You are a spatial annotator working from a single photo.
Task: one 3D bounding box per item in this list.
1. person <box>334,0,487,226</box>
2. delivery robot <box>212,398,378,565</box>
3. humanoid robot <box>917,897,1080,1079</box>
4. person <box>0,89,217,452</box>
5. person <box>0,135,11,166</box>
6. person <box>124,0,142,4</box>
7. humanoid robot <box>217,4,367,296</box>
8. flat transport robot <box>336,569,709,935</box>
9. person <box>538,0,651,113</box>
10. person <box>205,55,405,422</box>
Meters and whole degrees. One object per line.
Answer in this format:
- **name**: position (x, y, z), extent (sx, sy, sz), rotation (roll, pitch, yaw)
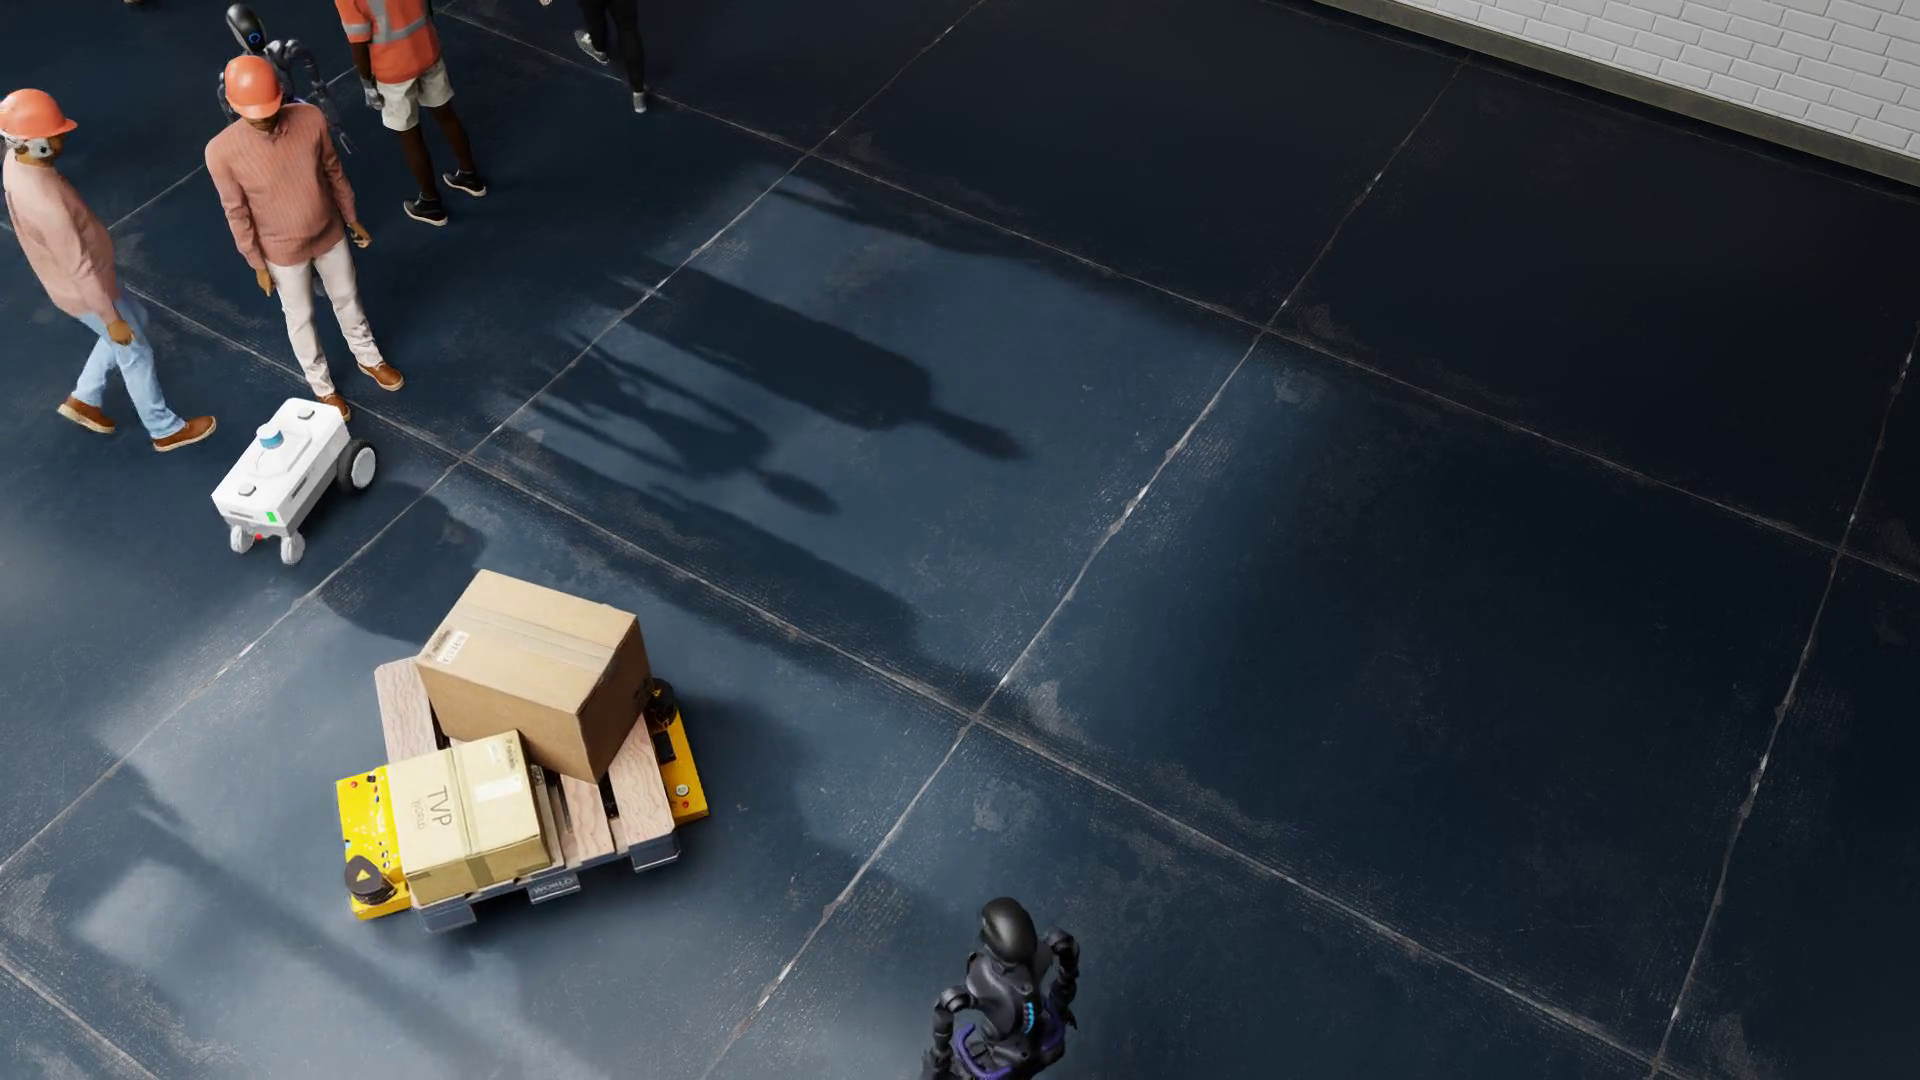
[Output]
- **person**: position (-3.022, -2.613, 8.984), extent (0.396, 1.955, 0.605), rotation (25, 54, 21)
- **delivery robot**: position (-3.187, -0.323, 7.921), extent (0.499, 0.614, 0.803), rotation (12, 50, 10)
- **humanoid robot**: position (0.138, 1.648, 5.440), extent (0.609, 1.655, 0.334), rotation (-25, 53, -20)
- **person**: position (-4.084, -1.175, 7.718), extent (0.603, 1.964, 0.676), rotation (-29, 55, -23)
- **person**: position (-5.744, -2.848, 9.281), extent (1.000, 1.814, 0.524), rotation (32, 56, 25)
- **person**: position (-5.386, -4.334, 10.571), extent (0.504, 1.821, 0.773), rotation (4, 49, 4)
- **humanoid robot**: position (-3.445, -2.043, 8.664), extent (0.335, 1.654, 0.601), rotation (36, 58, 27)
- **flat transport robot**: position (-1.823, 1.050, 6.898), extent (1.431, 0.231, 0.659), rotation (-15, 51, -13)
- **person**: position (-2.150, -3.445, 9.879), extent (0.811, 1.694, 0.903), rotation (-19, 51, -16)
- **person**: position (-3.120, -1.432, 7.926), extent (0.388, 1.988, 0.609), rotation (36, 58, 27)
